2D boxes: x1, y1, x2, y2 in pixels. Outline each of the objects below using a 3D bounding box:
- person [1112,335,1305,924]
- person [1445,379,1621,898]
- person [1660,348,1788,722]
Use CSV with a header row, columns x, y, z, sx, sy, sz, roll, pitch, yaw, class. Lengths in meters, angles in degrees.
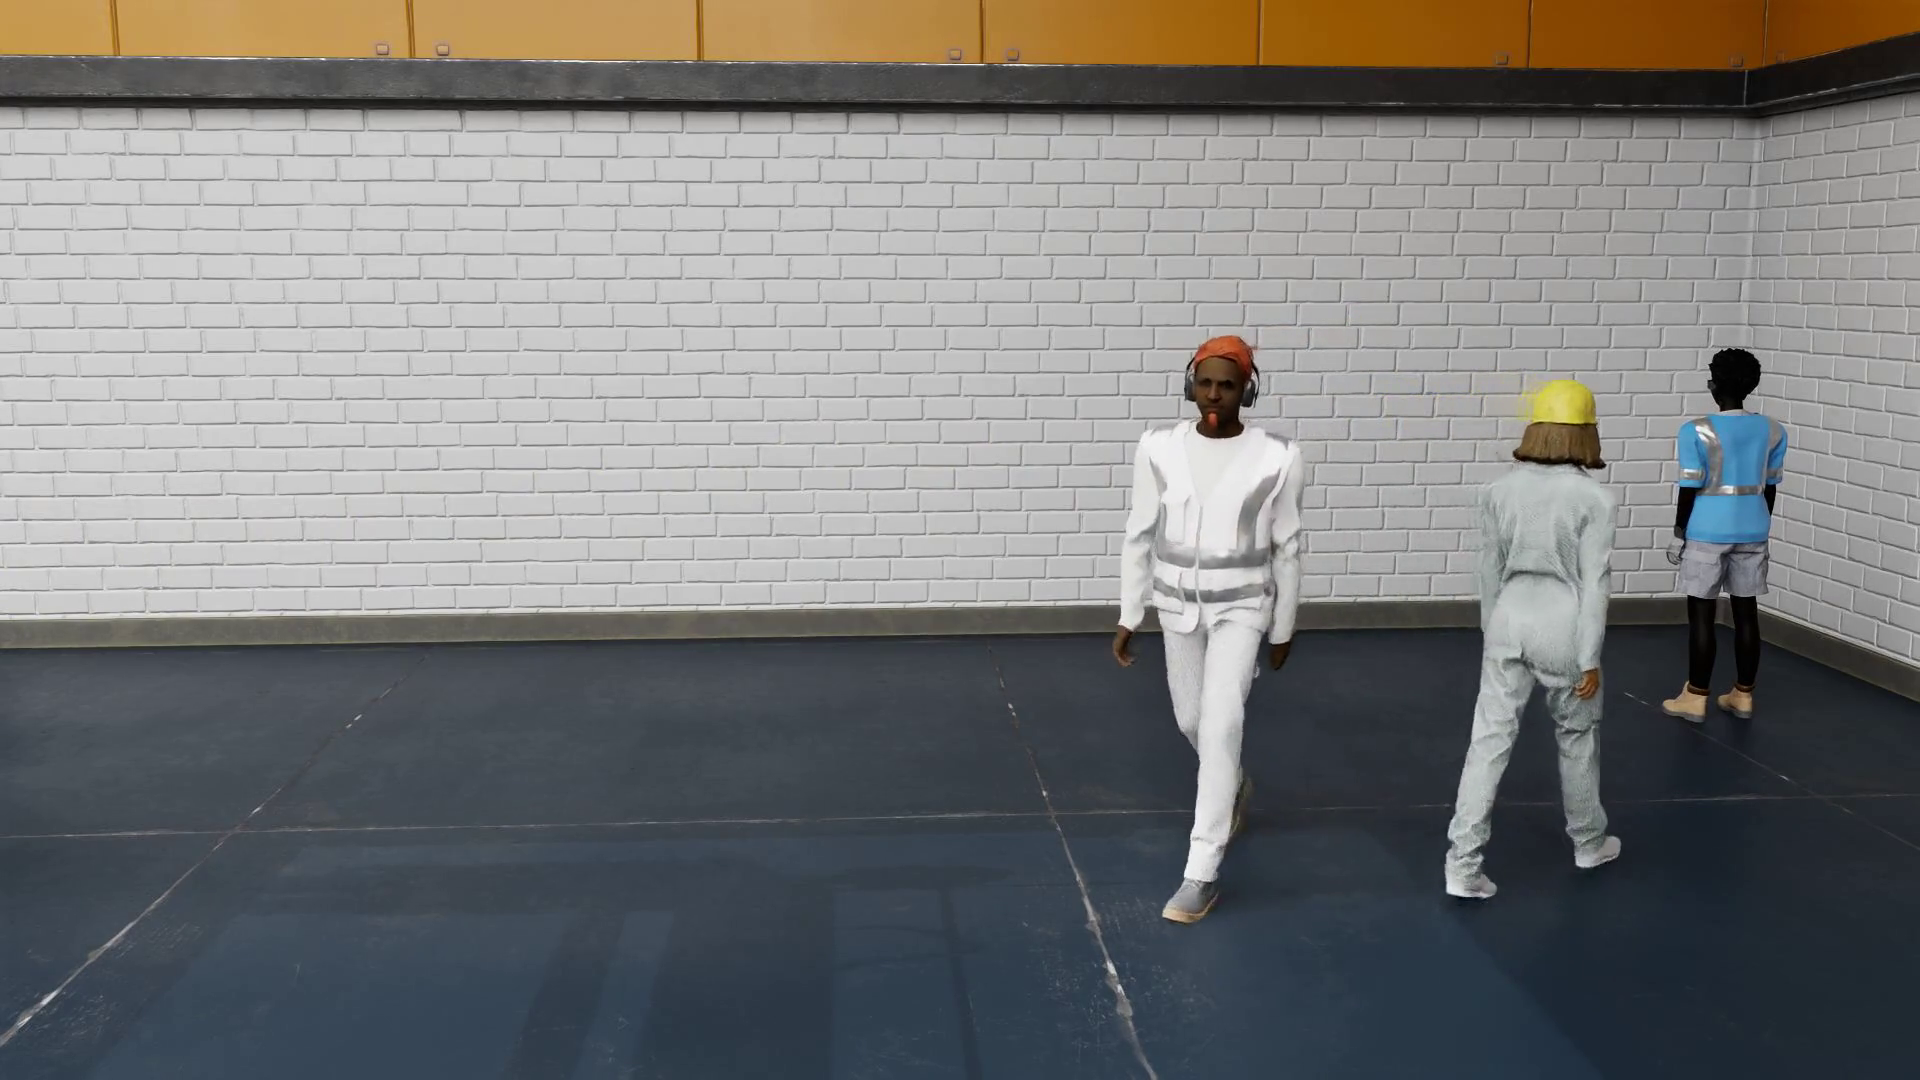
x,y,z,sx,sy,sz,roll,pitch,yaw,class
0.867,0.236,5.526,0.569,1.844,0.964,5,10,29,person
1.900,0.320,5.461,0.917,1.687,0.487,-9,13,-44,person
3.457,-0.016,7.540,0.534,1.697,0.318,-2,9,-13,person
